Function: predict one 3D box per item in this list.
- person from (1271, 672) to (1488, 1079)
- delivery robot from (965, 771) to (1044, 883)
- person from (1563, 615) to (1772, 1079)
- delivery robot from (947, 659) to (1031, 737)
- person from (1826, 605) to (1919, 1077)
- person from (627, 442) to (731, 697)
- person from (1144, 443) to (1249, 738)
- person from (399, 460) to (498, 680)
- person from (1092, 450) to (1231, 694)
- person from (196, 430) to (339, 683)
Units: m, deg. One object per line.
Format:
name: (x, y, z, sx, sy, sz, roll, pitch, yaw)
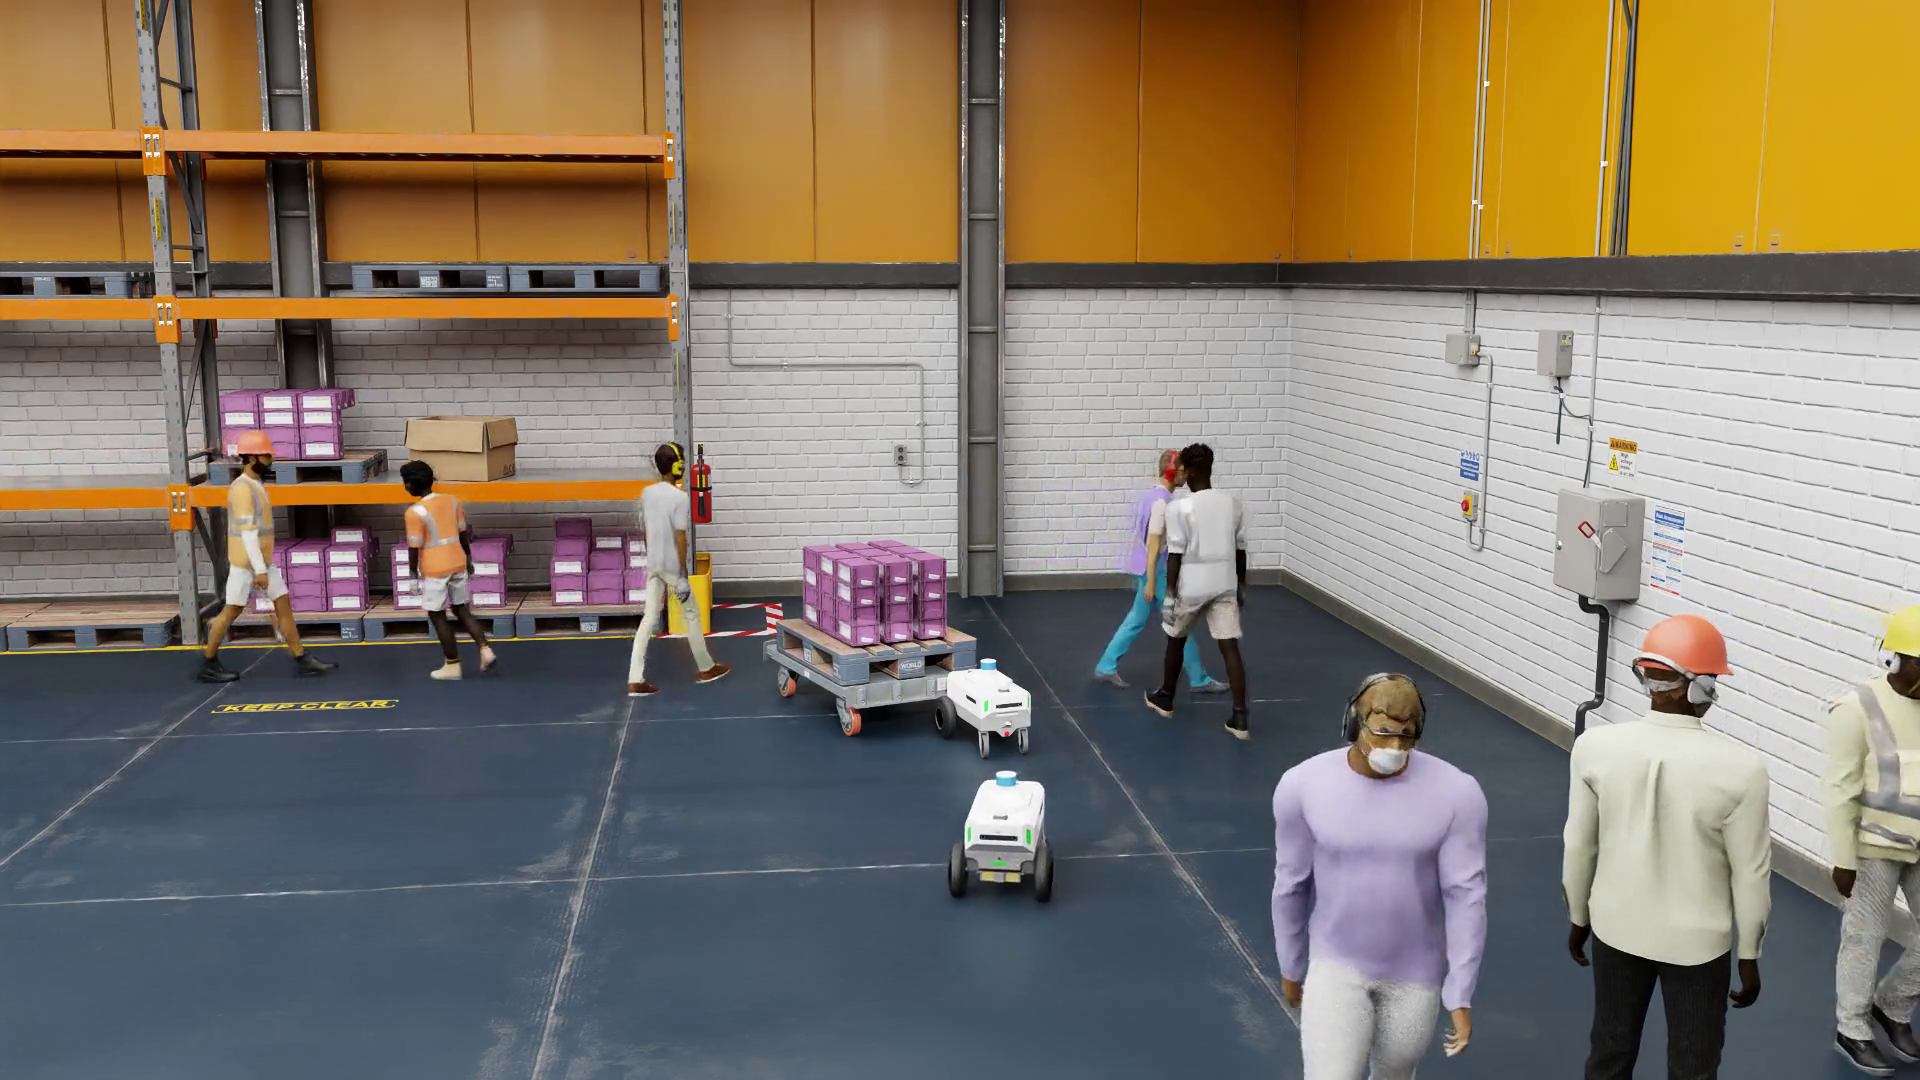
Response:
person: (1.226, 1.318, 4.928, 0.618, 1.874, 1.012, 2, 9, 10)
delivery robot: (0.228, 1.392, 8.262, 0.477, 0.478, 0.707, 1, 9, 7)
person: (2.193, 1.218, 5.180, 0.609, 1.988, 0.391, 8, 12, 40)
delivery robot: (0.182, 1.007, 10.666, 0.477, 0.478, 0.707, -3, 10, -21)
person: (3.525, 1.132, 6.250, 0.618, 1.816, 0.422, -2, 9, -10)
person: (-2.097, 0.202, 12.071, 0.553, 1.815, 0.970, 7, 11, 36)
person: (1.585, 0.308, 11.116, 0.674, 1.899, 1.027, -3, 10, -20)
person: (-3.808, 0.232, 12.324, 0.569, 1.662, 0.577, 4, 10, 24)
person: (1.435, 0.231, 12.004, 0.995, 1.789, 0.582, 1, 9, 3)
person: (-5.215, 0.132, 12.304, 1.015, 1.885, 0.557, -1, 9, -8)
